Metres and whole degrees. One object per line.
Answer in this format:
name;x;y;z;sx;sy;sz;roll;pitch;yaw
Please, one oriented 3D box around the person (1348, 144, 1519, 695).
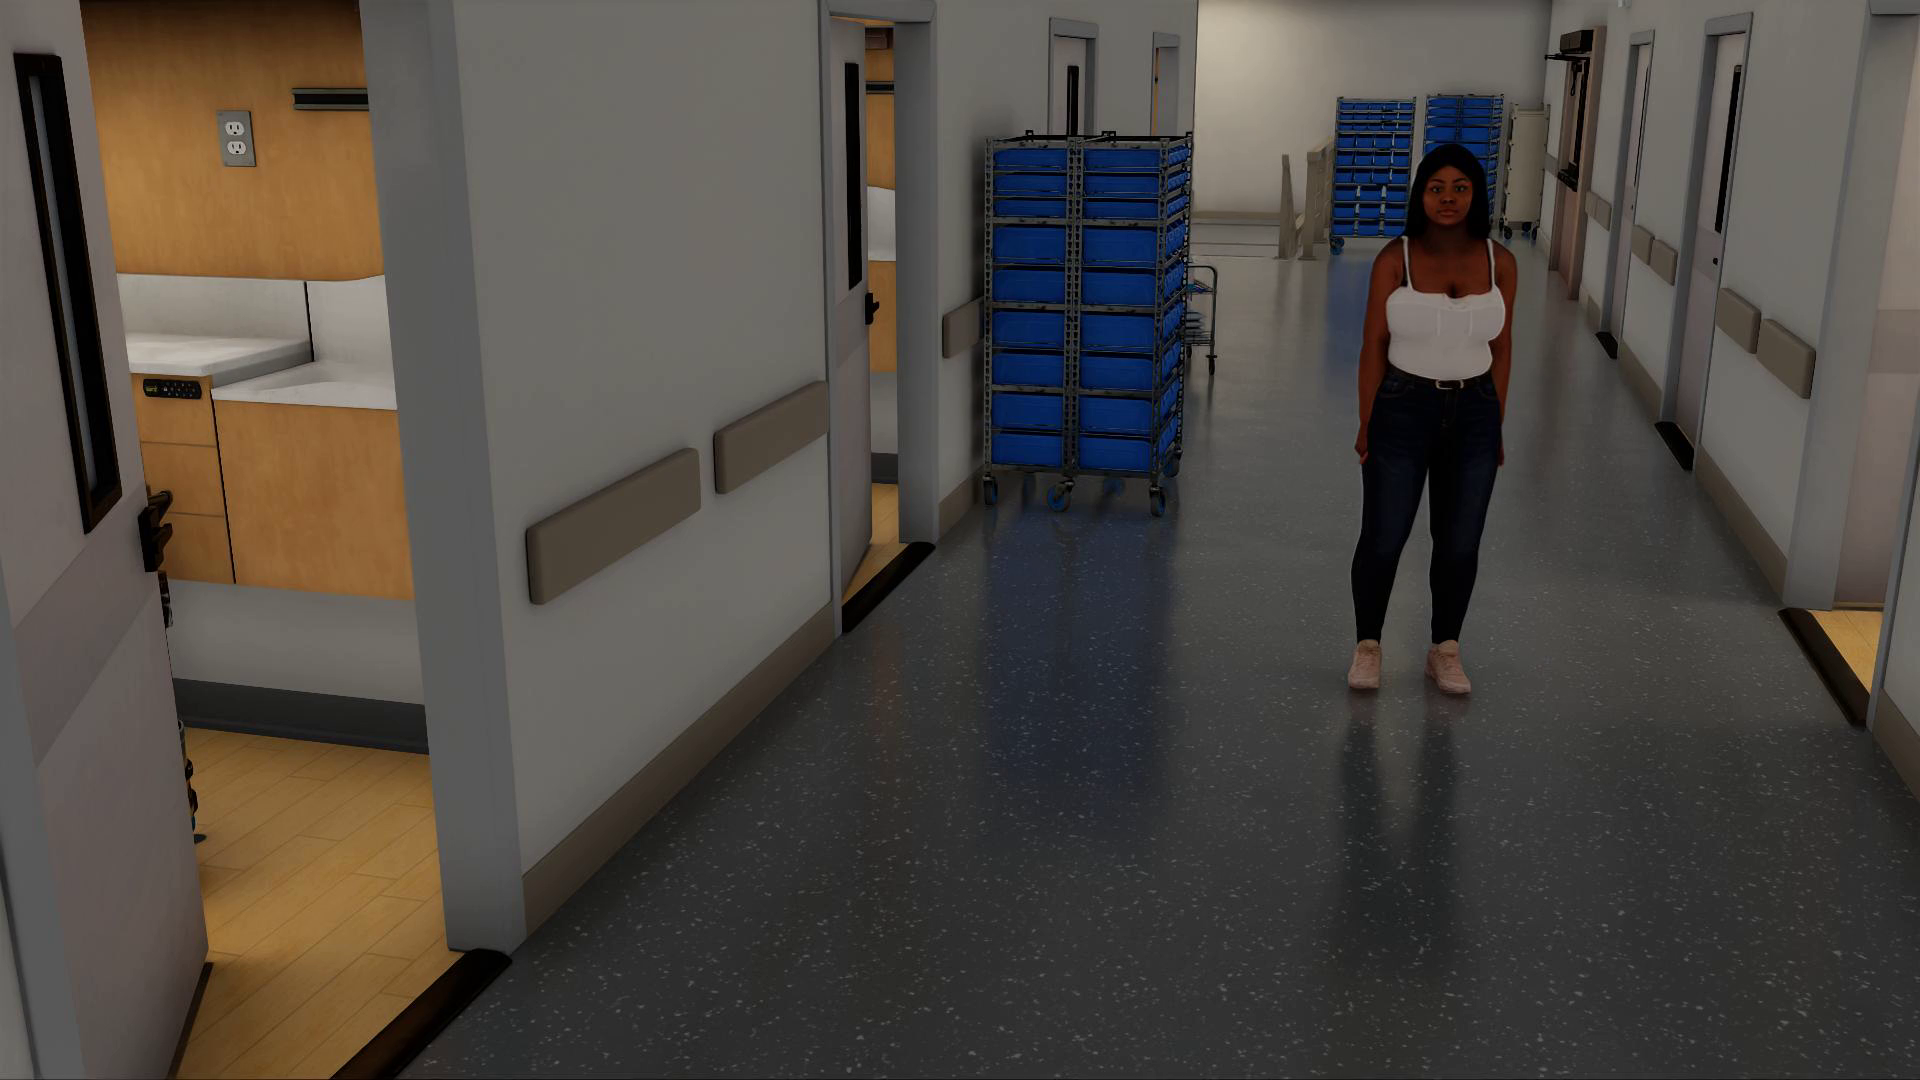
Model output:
person;1.548;-0.378;5.471;0.683;1.809;0.649;1;16;5
